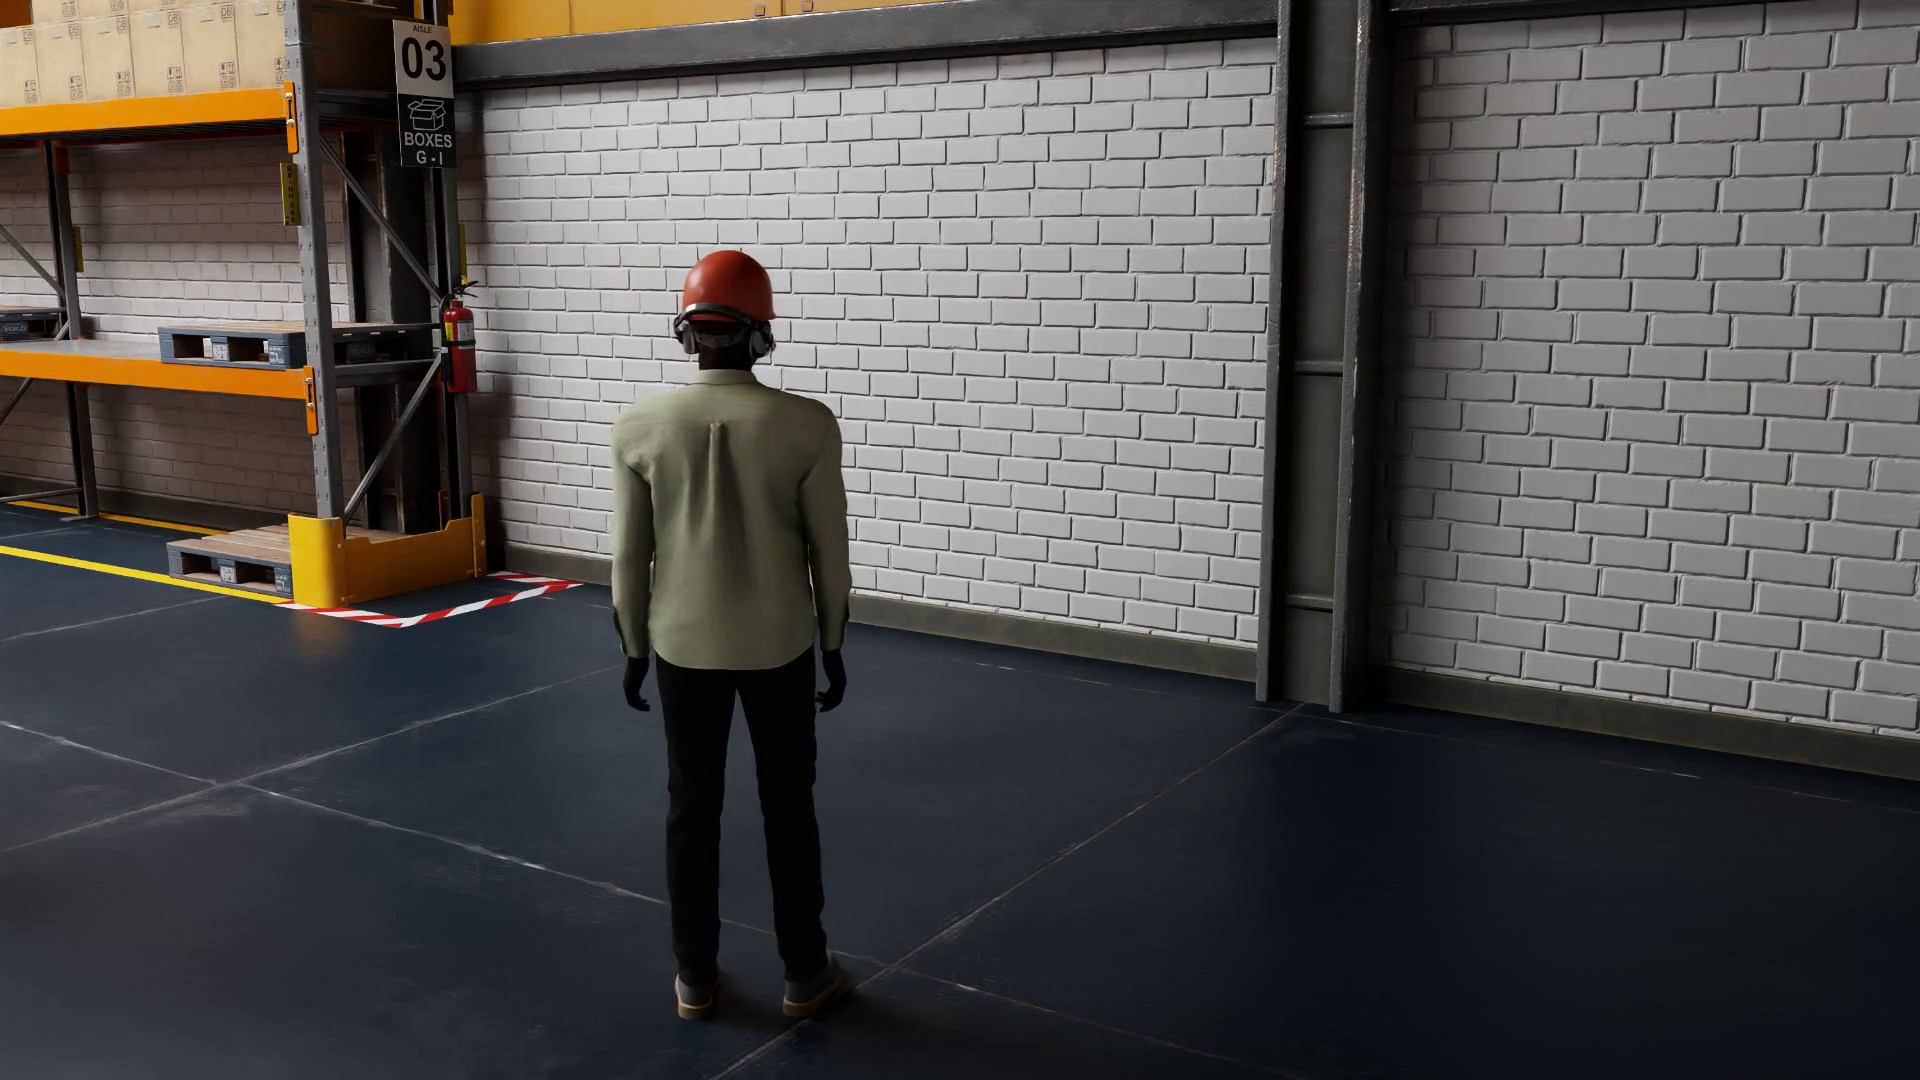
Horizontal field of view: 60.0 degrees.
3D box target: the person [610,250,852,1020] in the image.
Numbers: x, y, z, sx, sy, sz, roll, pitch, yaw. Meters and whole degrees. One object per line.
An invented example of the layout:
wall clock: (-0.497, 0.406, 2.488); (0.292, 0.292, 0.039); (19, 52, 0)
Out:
person: (-0.583, 0.260, 4.312); (0.612, 1.996, 0.389); (0, 10, 3)
